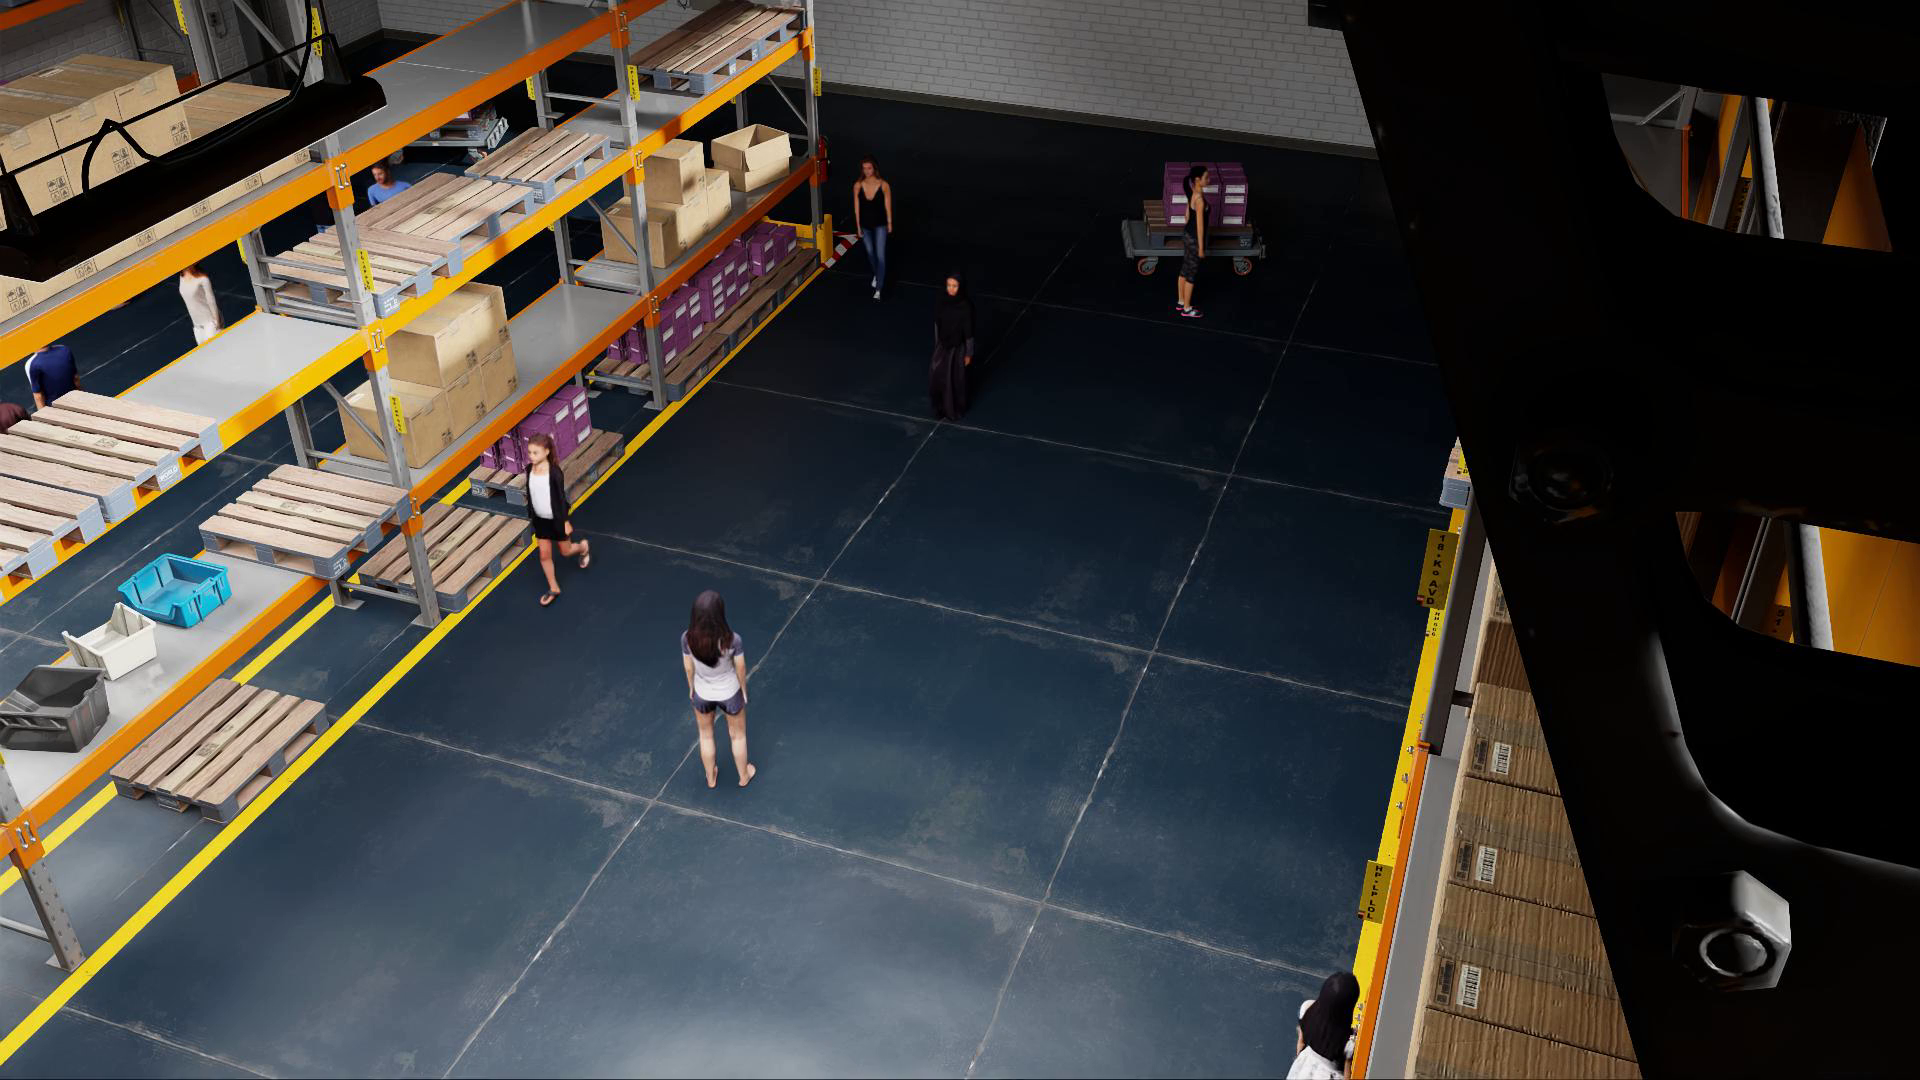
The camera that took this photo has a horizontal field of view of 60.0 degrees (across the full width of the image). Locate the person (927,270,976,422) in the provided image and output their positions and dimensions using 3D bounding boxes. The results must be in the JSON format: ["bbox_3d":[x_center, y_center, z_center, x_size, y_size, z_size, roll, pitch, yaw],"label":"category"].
[{"bbox_3d":[-0.026,-1.979,16.647,0.680,1.608,0.772,16,37,23],"label":"person"}]

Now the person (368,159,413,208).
[{"bbox_3d":[-6.266,-3.437,18.659,1.070,1.810,1.319,-7,34,-10],"label":"person"}]

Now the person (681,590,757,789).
[{"bbox_3d":[-1.749,1.079,11.959,0.649,1.705,0.619,2,34,2],"label":"person"}]

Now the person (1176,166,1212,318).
[{"bbox_3d":[2.600,-3.349,18.601,0.700,1.727,0.605,-6,34,-8],"label":"person"}]

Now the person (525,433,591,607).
[{"bbox_3d":[-3.421,-0.230,14.081,0.550,1.537,0.915,11,35,16],"label":"person"}]

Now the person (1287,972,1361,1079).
[{"bbox_3d":[1.948,2.998,9.013,0.797,1.769,0.769,-25,41,-32],"label":"person"}]

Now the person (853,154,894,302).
[{"bbox_3d":[-0.976,-3.635,19.079,0.664,1.673,1.093,6,34,9],"label":"person"}]
